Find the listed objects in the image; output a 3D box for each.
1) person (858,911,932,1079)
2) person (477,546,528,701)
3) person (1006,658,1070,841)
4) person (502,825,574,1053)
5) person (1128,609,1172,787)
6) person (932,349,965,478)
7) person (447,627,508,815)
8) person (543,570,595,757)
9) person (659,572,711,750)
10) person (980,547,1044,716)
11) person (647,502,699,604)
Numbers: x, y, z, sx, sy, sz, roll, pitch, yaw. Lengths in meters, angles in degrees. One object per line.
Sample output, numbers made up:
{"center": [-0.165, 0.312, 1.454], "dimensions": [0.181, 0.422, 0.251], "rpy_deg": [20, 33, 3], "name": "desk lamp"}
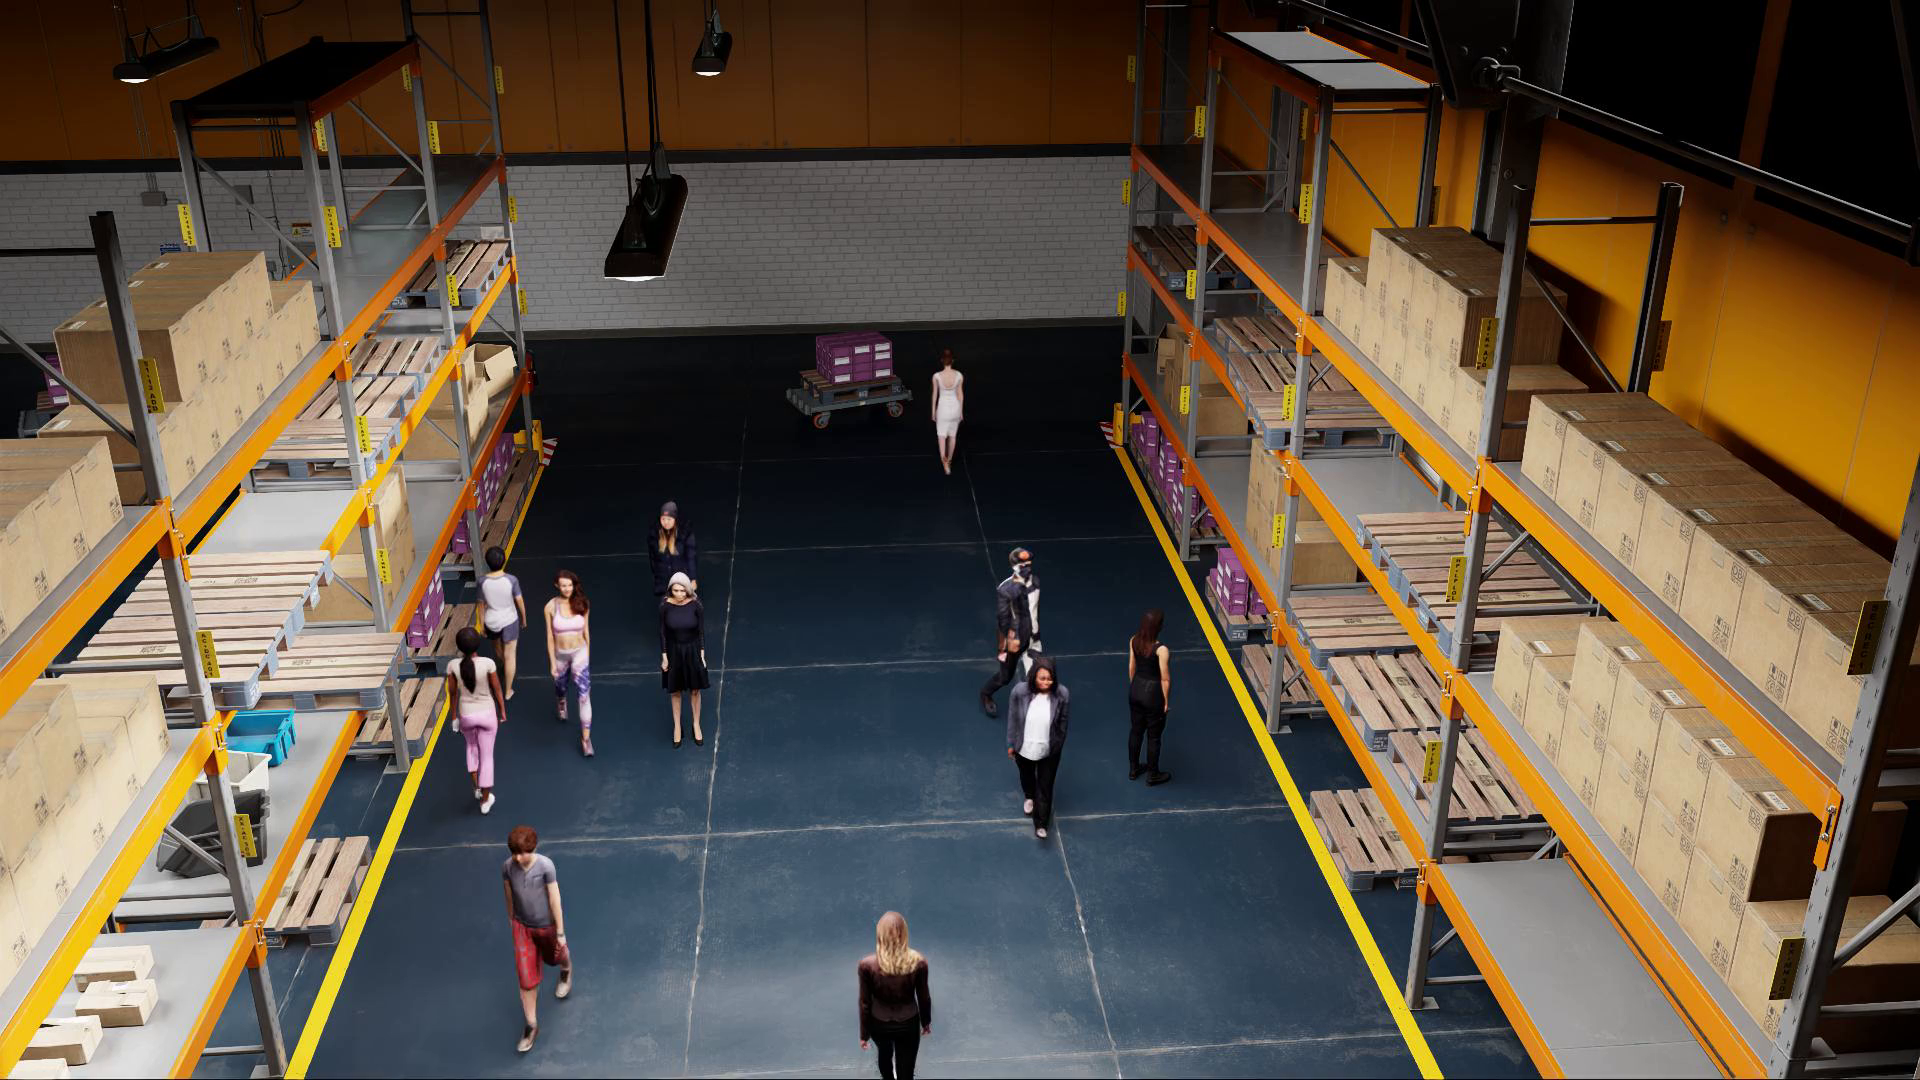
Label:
{"center": [-0.410, 3.186, 10.647], "dimensions": [0.646, 1.662, 1.116], "rpy_deg": [-1, 24, -3], "name": "person"}
{"center": [-4.474, 0.831, 16.204], "dimensions": [0.587, 1.526, 0.971], "rpy_deg": [-2, 24, -3], "name": "person"}
{"center": [0.652, 1.709, 14.168], "dimensions": [0.793, 1.549, 1.084], "rpy_deg": [3, 24, 6], "name": "person"}
{"center": [-2.968, 2.692, 11.826], "dimensions": [0.737, 1.623, 1.165], "rpy_deg": [2, 24, 4], "name": "person"}
{"center": [1.665, 1.384, 14.738], "dimensions": [0.743, 1.688, 0.671], "rpy_deg": [-22, 32, -40], "name": "person"}
{"center": [-0.157, -1.584, 21.417], "dimensions": [0.604, 1.776, 0.934], "rpy_deg": [0, 24, 0], "name": "person"}
{"center": [-4.148, 1.576, 14.249], "dimensions": [0.589, 1.726, 0.626], "rpy_deg": [-1, 24, -2], "name": "person"}
{"center": [-3.634, 1.076, 15.381], "dimensions": [0.772, 1.736, 1.203], "rpy_deg": [-8, 25, -17], "name": "person"}
{"center": [-2.545, 1.094, 15.325], "dimensions": [0.610, 1.749, 0.582], "rpy_deg": [-4, 24, -9], "name": "person"}
{"center": [0.500, 0.930, 15.564], "dimensions": [1.119, 1.857, 1.303], "rpy_deg": [-17, 29, -34], "name": "person"}
{"center": [-2.911, 0.368, 17.124], "dimensions": [0.738, 1.637, 1.079], "rpy_deg": [1, 24, 2], "name": "person"}
